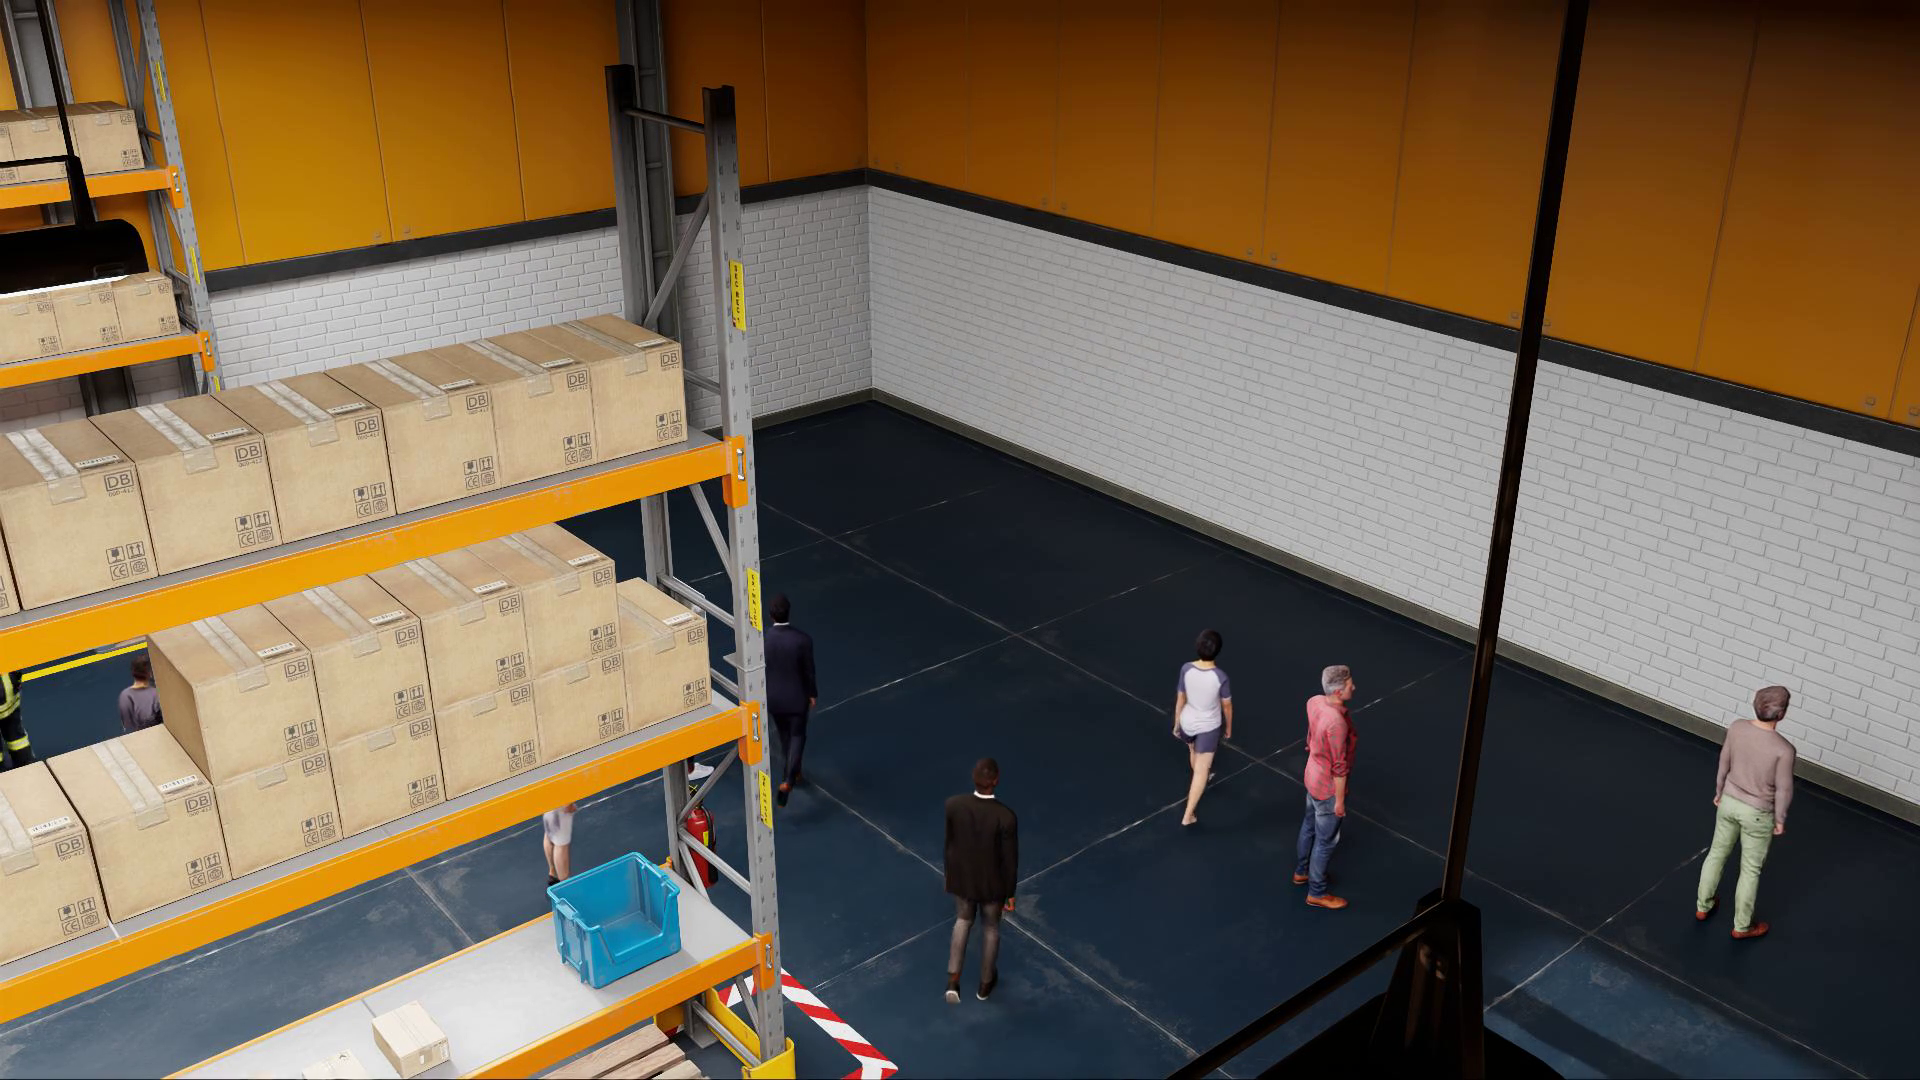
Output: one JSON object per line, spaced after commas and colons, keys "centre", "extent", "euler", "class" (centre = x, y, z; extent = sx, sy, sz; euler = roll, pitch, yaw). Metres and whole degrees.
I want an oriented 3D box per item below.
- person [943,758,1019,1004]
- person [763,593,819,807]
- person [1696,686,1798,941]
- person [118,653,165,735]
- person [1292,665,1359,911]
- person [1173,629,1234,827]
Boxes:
{"centre": [0.094, 2.218, 10.528], "extent": [0.904, 1.788, 1.006], "euler": [8, 25, 17], "class": "person"}
{"centre": [-1.344, 1.269, 12.811], "extent": [1.054, 1.699, 1.103], "euler": [1, 24, 2], "class": "person"}
{"centre": [5.350, 1.834, 11.297], "extent": [0.615, 1.875, 0.685], "euler": [-16, 28, -32], "class": "person"}
{"centre": [-5.777, 1.664, 11.862], "extent": [1.011, 1.733, 1.070], "euler": [5, 24, 12], "class": "person"}
{"centre": [2.567, 1.698, 11.663], "extent": [0.756, 1.831, 0.764], "euler": [-3, 24, -7], "class": "person"}
{"centre": [1.814, 1.443, 12.634], "extent": [0.798, 1.520, 1.108], "euler": [13, 27, 28], "class": "person"}
